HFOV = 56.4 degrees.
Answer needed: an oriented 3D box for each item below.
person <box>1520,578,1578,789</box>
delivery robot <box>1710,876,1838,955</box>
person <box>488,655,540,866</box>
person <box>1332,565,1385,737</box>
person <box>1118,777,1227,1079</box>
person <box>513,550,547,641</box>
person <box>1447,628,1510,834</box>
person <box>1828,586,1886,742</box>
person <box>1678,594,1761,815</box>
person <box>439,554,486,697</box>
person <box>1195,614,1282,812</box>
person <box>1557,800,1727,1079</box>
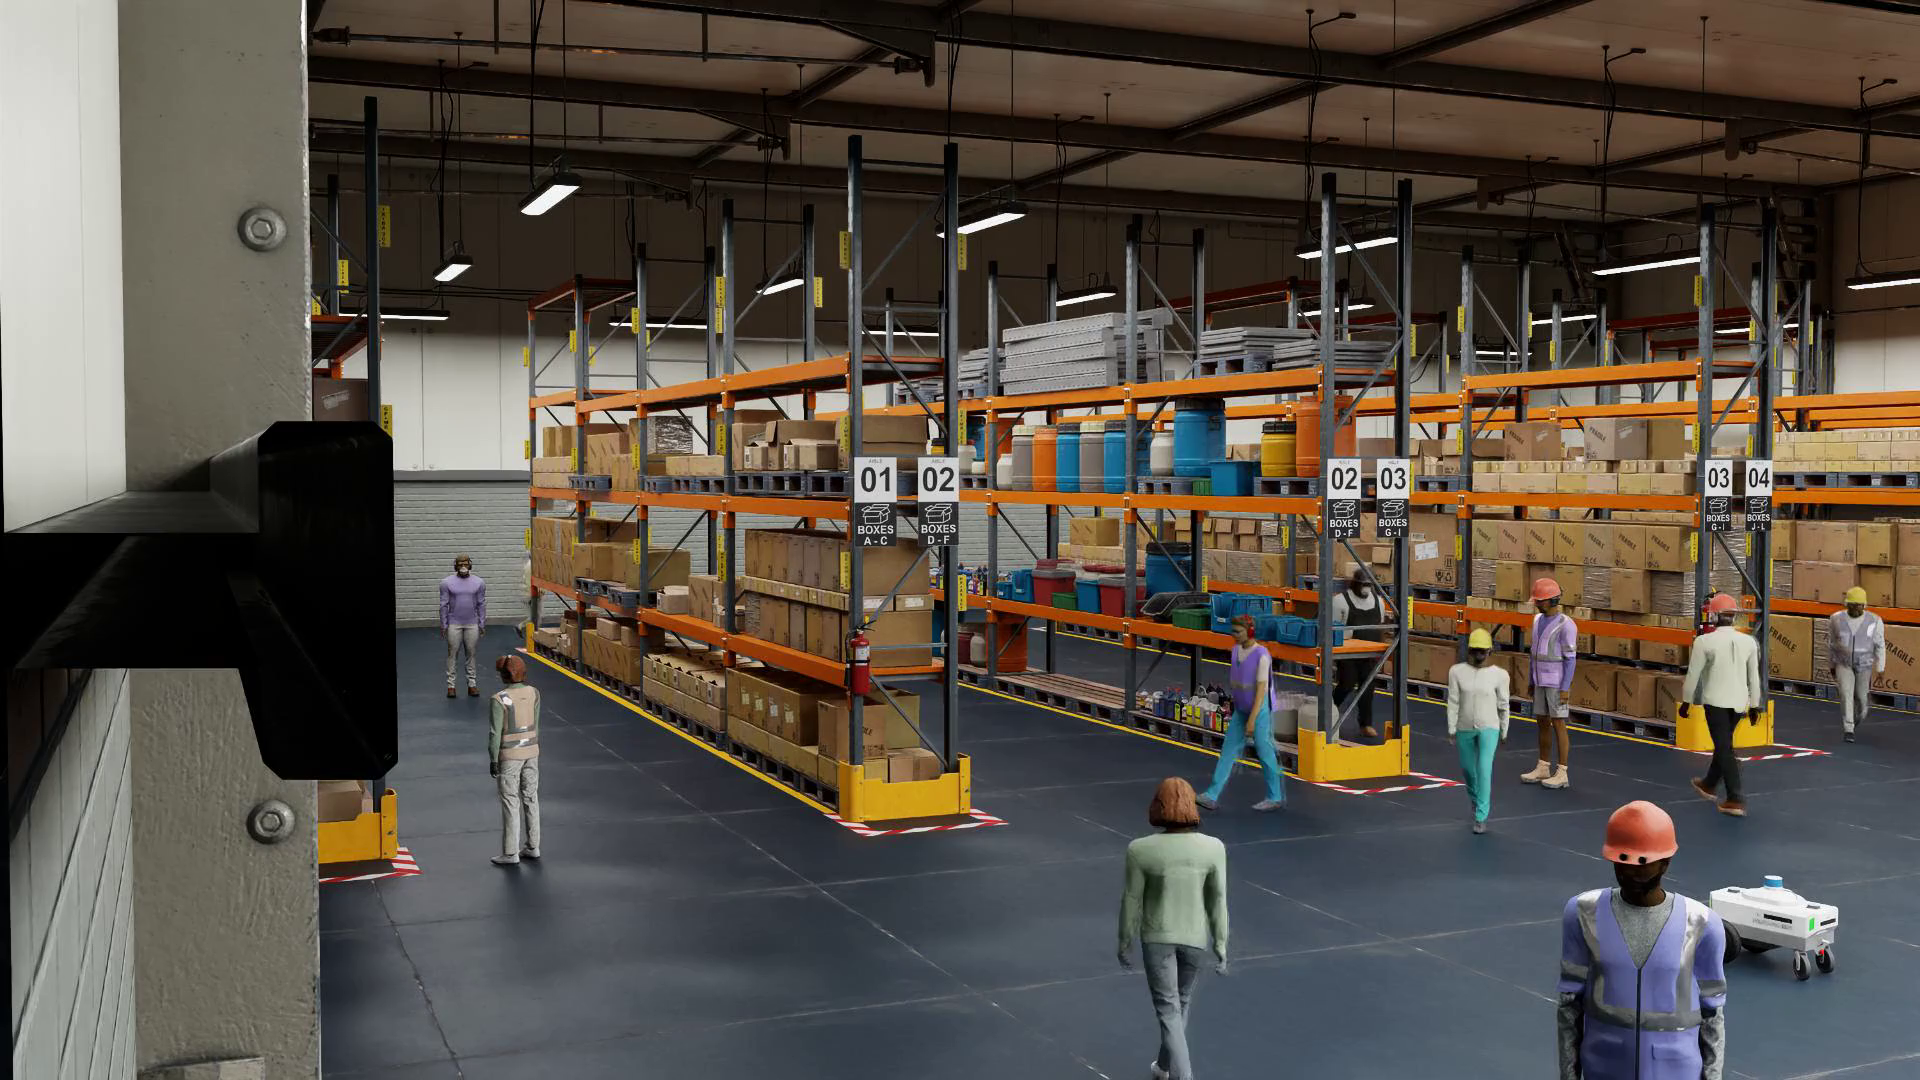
[{"bbox_3d":[5.734,1.387,17.477,0.396,2.033,0.605,-1,2,-18],"label":"person"},{"bbox_3d":[5.051,2.333,11.127,0.477,0.478,0.707,-2,3,-37],"label":"delivery robot"},{"bbox_3d":[-3.493,1.717,14.072,0.316,1.629,0.507,1,3,32],"label":"person"},{"bbox_3d":[4.611,1.273,20.883,0.694,2.000,0.723,-1,2,-16],"label":"person"},{"bbox_3d":[1.028,1.943,8.672,0.512,1.589,0.841,0,2,-11],"label":"person"},{"bbox_3d":[-7.549,0.959,31.529,0.584,1.812,0.587,0,2,3],"label":"person"},{"bbox_3d":[4.498,1.608,15.500,0.517,1.735,0.820,1,2,26],"label":"person"},{"bbox_3d":[10.317,1.398,20.616,0.599,1.785,0.810,1,2,28],"label":"person"},{"bbox_3d":[6.891,1.471,16.364,0.618,1.944,1.008,-1,2,-14],"label":"person"},{"bbox_3d":[-6.792,1.165,24.493,0.628,1.940,0.373,-1,2,-26],"label":"person"},{"bbox_3d":[2.509,1.560,16.023,0.971,1.787,0.587,-1,2,-23],"label":"person"},{"bbox_3d":[2.362,1.865,6.235,0.553,1.934,0.364,1,2,24],"label":"person"}]
